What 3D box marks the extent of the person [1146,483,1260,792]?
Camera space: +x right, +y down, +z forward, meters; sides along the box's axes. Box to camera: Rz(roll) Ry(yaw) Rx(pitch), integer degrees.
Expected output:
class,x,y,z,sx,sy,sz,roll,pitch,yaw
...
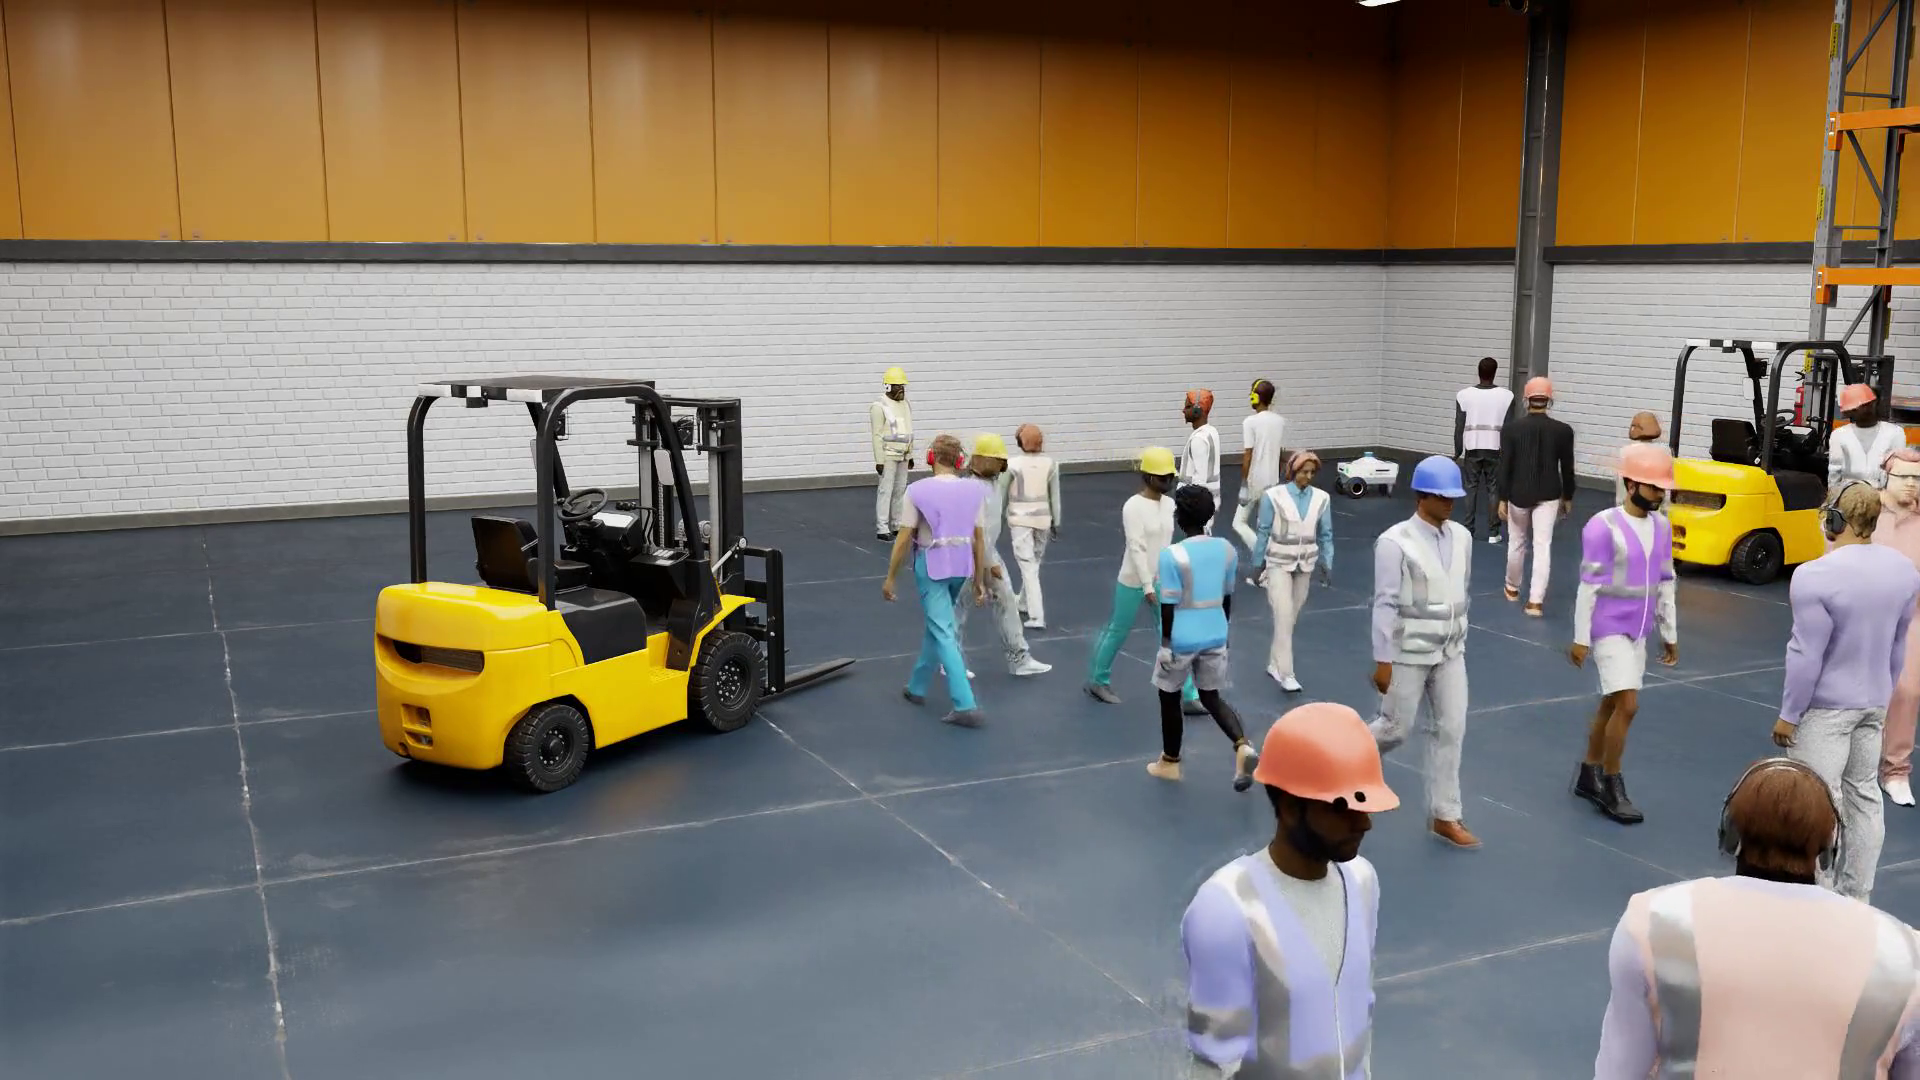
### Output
class,x,y,z,sx,sy,sz,roll,pitch,yaw
person,1.295,0.532,8.898,0.537,1.673,0.699,-6,11,-32

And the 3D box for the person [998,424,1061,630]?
class,x,y,z,sx,sy,sz,roll,pitch,yaw
person,0.513,-0.119,13.213,0.531,1.592,0.871,-4,10,-26

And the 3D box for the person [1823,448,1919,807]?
class,x,y,z,sx,sy,sz,roll,pitch,yaw
person,4.984,0.416,9.034,0.644,1.873,0.899,3,10,16

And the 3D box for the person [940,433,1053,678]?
class,x,y,z,sx,sy,sz,roll,pitch,yaw
person,0.229,0.129,11.315,0.864,1.702,0.490,5,10,26

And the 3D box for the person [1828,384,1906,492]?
class,x,y,z,sx,sy,sz,roll,pitch,yaw
person,7.330,-0.290,13.371,0.688,1.895,0.386,6,11,31

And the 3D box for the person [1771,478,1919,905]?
class,x,y,z,sx,sy,sz,roll,pitch,yaw
person,3.710,0.704,7.036,0.632,1.940,0.372,-4,10,-22

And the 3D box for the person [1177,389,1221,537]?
class,x,y,z,sx,sy,sz,roll,pitch,yaw
person,1.877,-0.255,13.158,0.355,1.882,0.576,2,9,15

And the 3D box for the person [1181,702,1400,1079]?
class,x,y,z,sx,sy,sz,roll,pitch,yaw
person,0.666,1.268,3.585,0.569,1.923,0.590,-7,12,-38

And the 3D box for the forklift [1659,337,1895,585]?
class,x,y,z,sx,sy,sz,roll,pitch,yaw
forklift,7.551,-0.789,15.507,2.313,2.155,1.214,-4,10,-25

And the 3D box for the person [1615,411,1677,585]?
class,x,y,z,sx,sy,sz,roll,pitch,yaw
person,5.845,-0.286,14.172,0.506,1.616,0.605,-2,9,-14

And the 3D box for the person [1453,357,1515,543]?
class,x,y,z,sx,sy,sz,roll,pitch,yaw
person,5.413,-0.923,17.193,0.596,1.916,0.373,2,9,15

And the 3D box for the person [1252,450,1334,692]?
class,x,y,z,sx,sy,sz,roll,pitch,yaw
person,2.260,0.208,11.104,0.528,1.601,0.785,-3,10,-16

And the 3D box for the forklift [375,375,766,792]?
class,x,y,z,sx,sy,sz,roll,pitch,yaw
forklift,-2.268,0.149,9.685,1.214,2.155,2.313,6,11,32

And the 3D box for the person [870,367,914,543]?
class,x,y,z,sx,sy,sz,roll,pitch,yaw
person,-0.680,-0.880,17.231,0.403,1.825,0.592,6,11,33

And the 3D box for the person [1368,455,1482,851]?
class,x,y,z,sx,sy,sz,roll,pitch,yaw
person,2.237,0.520,8.253,0.621,1.920,0.847,-5,10,-28

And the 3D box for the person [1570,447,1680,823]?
class,x,y,z,sx,sy,sz,roll,pitch,yaw
person,3.470,0.476,8.522,0.556,1.909,0.706,-5,10,-27

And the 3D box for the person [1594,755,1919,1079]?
class,x,y,z,sx,sy,sz,roll,pitch,yaw
person,1.706,1.330,3.577,0.665,1.794,0.925,4,10,21

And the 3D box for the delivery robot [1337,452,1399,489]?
class,x,y,z,sx,sy,sz,roll,pitch,yaw
delivery robot,5.075,-0.853,20.682,0.707,0.478,0.477,-1,9,-8

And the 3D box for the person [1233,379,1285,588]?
class,x,y,z,sx,sy,sz,roll,pitch,yaw
person,2.647,-0.492,14.705,0.544,1.856,0.402,-7,11,-36

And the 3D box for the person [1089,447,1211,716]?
class,x,y,z,sx,sy,sz,roll,pitch,yaw
person,1.188,0.255,10.535,0.508,1.711,0.949,-8,12,-40

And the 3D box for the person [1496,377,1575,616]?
class,x,y,z,sx,sy,sz,roll,pitch,yaw
person,4.754,-0.377,13.756,0.634,1.933,1.053,2,9,11

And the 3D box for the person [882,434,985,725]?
class,x,y,z,sx,sy,sz,roll,pitch,yaw
person,-0.121,0.238,10.452,0.643,1.789,0.971,-8,12,-39
